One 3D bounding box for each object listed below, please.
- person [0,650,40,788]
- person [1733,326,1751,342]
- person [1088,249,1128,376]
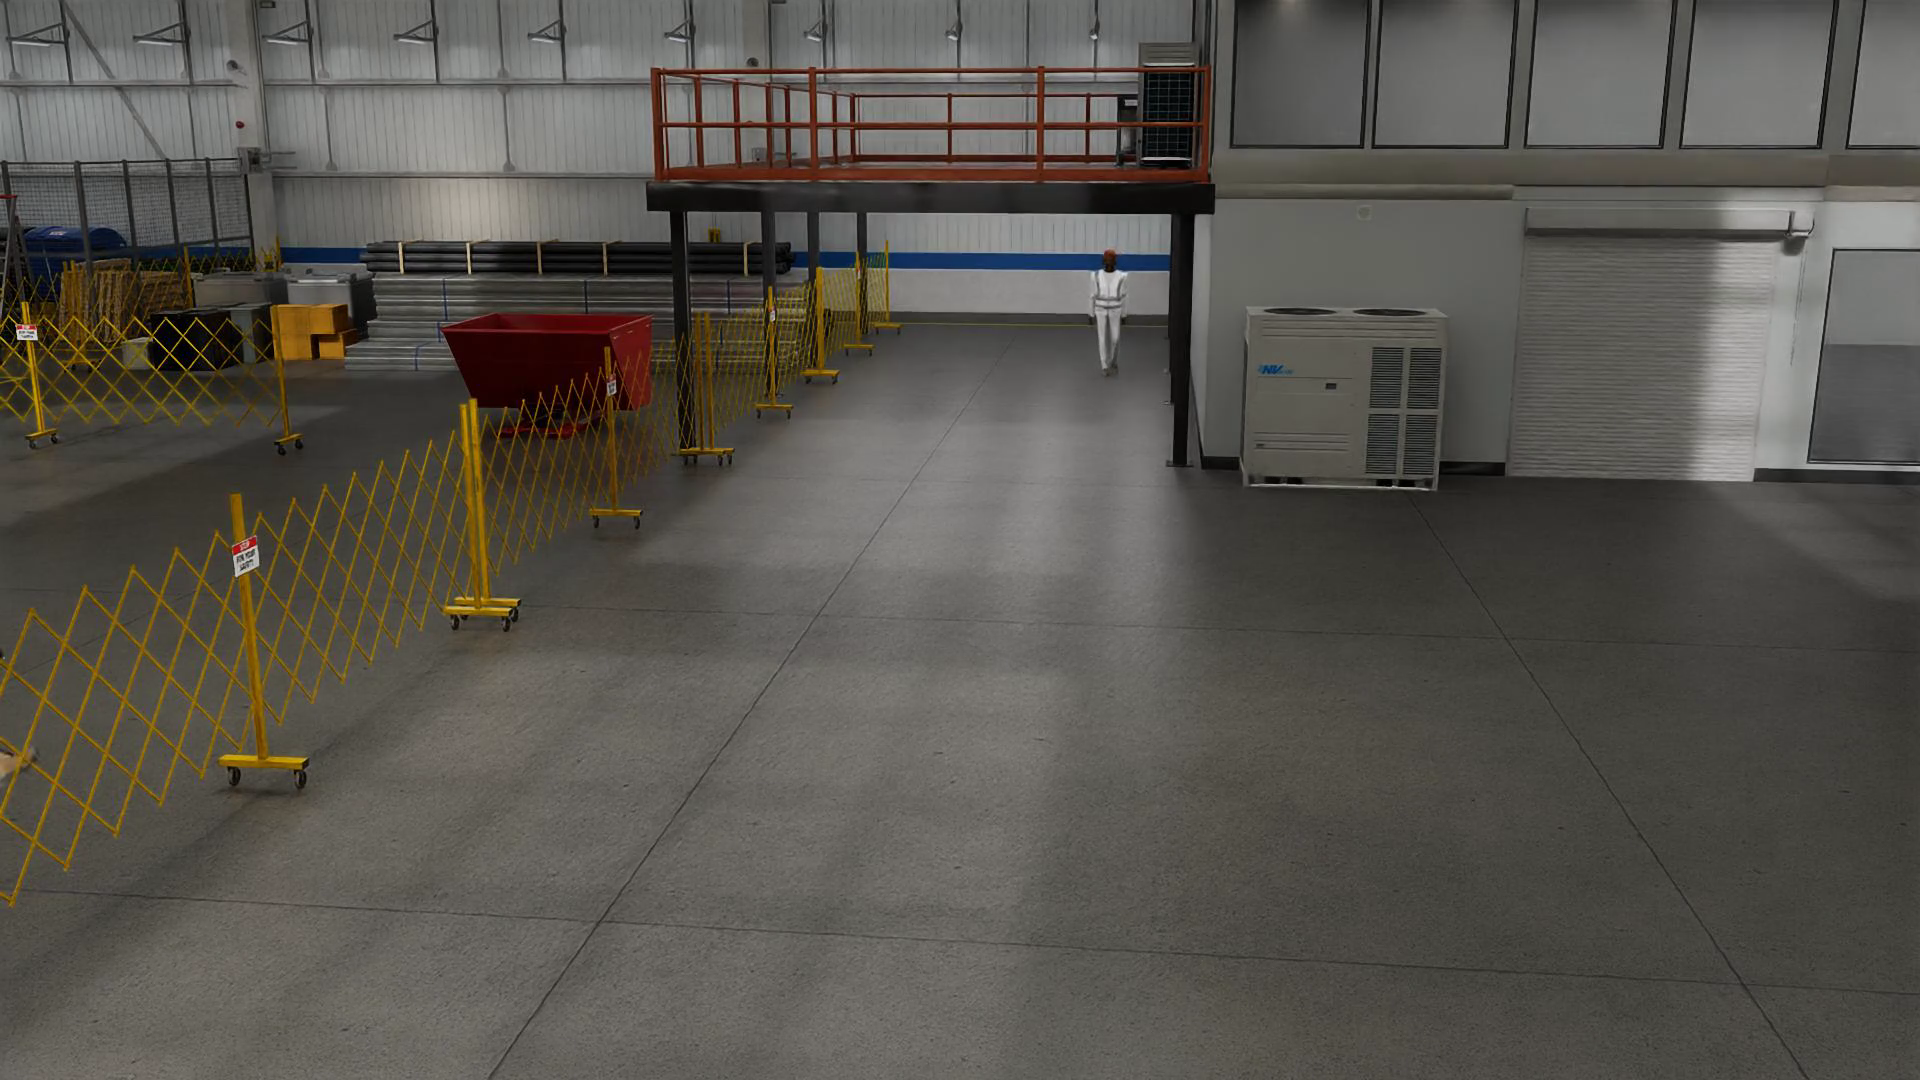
[{"bbox_3d":[-5.311,0.458,8.752,0.633,1.994,0.983,7,16,28],"label":"person"},{"bbox_3d":[12.784,-3.970,27.127,0.518,1.865,0.328,7,15,25],"label":"person"},{"bbox_3d":[2.181,-3.340,24.557,0.581,1.868,0.430,2,14,7],"label":"person"}]
